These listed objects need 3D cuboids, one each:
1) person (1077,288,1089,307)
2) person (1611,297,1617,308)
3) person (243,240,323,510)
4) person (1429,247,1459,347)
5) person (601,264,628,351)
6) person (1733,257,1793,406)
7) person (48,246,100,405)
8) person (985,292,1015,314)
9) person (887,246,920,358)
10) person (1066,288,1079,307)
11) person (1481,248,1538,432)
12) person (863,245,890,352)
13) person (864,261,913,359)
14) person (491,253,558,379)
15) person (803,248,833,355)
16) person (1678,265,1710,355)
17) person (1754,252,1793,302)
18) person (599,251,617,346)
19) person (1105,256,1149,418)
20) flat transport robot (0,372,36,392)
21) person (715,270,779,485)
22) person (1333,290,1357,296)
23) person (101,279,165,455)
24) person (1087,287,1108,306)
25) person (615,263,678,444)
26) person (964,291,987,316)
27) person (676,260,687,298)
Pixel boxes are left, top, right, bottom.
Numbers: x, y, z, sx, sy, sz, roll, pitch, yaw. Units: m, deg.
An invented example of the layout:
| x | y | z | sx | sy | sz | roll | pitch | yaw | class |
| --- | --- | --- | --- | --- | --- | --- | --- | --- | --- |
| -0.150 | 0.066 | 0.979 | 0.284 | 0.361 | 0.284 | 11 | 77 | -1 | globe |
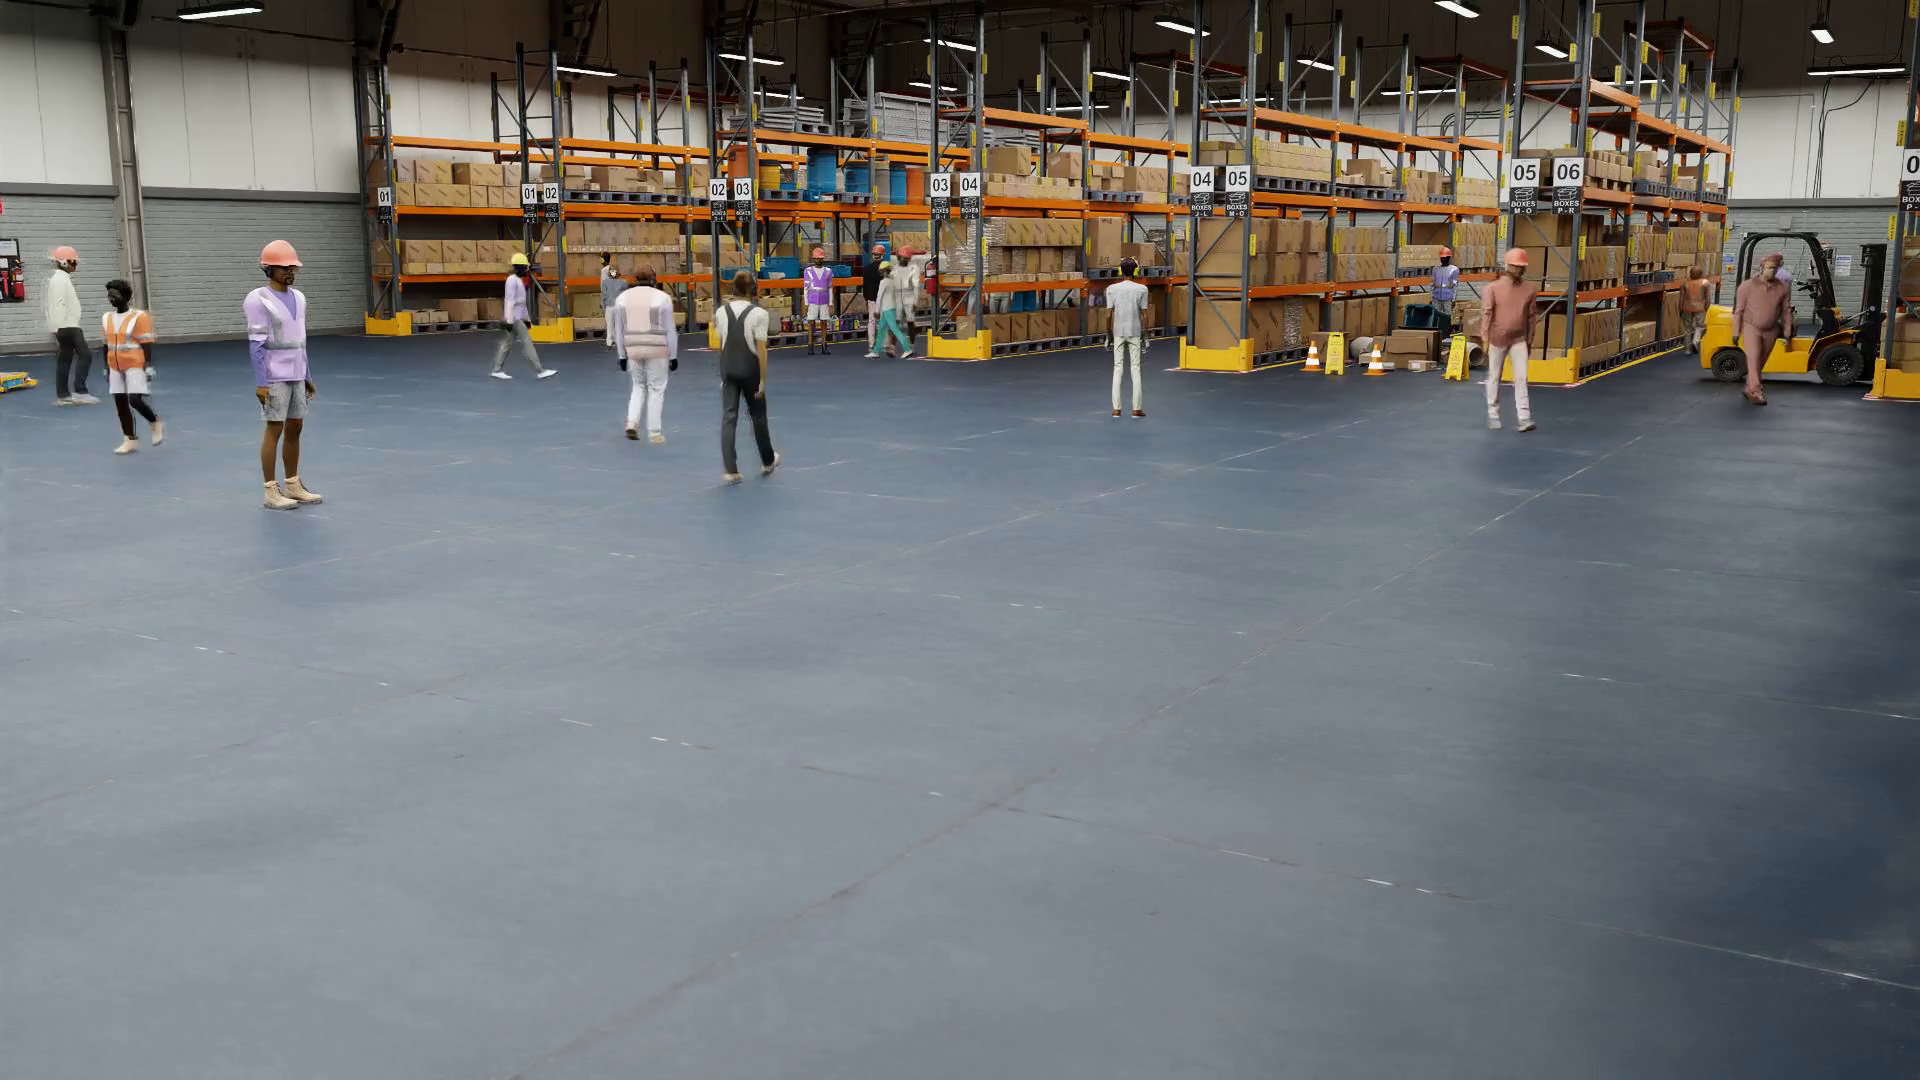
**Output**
| x | y | z | sx | sy | sz | roll | pitch | yaw | class |
| --- | --- | --- | --- | --- | --- | --- | --- | --- | --- |
| 2.873 | -5.560 | 38.011 | 0.520 | 1.613 | 0.371 | 7 | 12 | 34 | person |
| 14.202 | -5.283 | 35.572 | 0.552 | 1.935 | 0.373 | 3 | 11 | 18 | person |
| -5.155 | -1.260 | 12.740 | 0.391 | 2.040 | 0.615 | 3 | 11 | 16 | person |
| 9.397 | -4.708 | 32.350 | 0.545 | 1.938 | 0.358 | 7 | 12 | 33 | person |
| -6.511 | -4.386 | 31.391 | 0.498 | 1.634 | 0.278 | -1 | 10 | -4 | person |
| 10.164 | -2.654 | 21.094 | 0.662 | 1.859 | 1.000 | 1 | 10 | 3 | person |
| -11.059 | -2.668 | 20.784 | 0.659 | 1.974 | 0.632 | -5 | 11 | -25 | person |
| 0.795 | -4.816 | 32.993 | 0.625 | 1.931 | 0.375 | 0 | 10 | 1 | person |
| -0.998 | -4.238 | 29.664 | 0.616 | 1.975 | 1.044 | 2 | 10 | 12 | person |
| 2.894 | -6.333 | 41.399 | 0.641 | 1.950 | 0.423 | 7 | 12 | 34 | person |
| 5.915 | -2.135 | 17.866 | 0.638 | 1.949 | 0.952 | 0 | 10 | 0 | person |
| -1.515 | -4.512 | 31.099 | 0.615 | 1.991 | 0.381 | 3 | 11 | 17 | person |
| -1.226 | -4.045 | 29.255 | 0.907 | 1.717 | 0.520 | 2 | 10 | 14 | person |
| -6.573 | -3.327 | 24.820 | 1.007 | 1.872 | 0.609 | -1 | 10 | -8 | person |
| -2.566 | -4.331 | 30.233 | 0.543 | 1.939 | 0.360 | -3 | 11 | -16 | person |
| 13.246 | -4.138 | 30.010 | 0.540 | 1.624 | 0.360 | 6 | 12 | 31 | person |
| 13.815 | -3.963 | 28.351 | 0.647 | 1.876 | 0.914 | 10 | 14 | 43 | person |
| -6.944 | -4.751 | 32.802 | 0.327 | 1.865 | 0.518 | 3 | 11 | 16 | person |
| 1.945 | -2.355 | 19.362 | 0.526 | 1.869 | 0.315 | 2 | 10 | 13 | person |
| -13.247 | -2.154 | 22.708 | 0.652 | 0.197 | 1.431 | -2 | 10 | -9 | flat transport robot |
| -1.817 | -1.399 | 14.208 | 0.508 | 1.789 | 0.974 | 2 | 10 | 13 | person |
| 8.396 | -5.261 | 36.289 | 0.515 | 1.636 | 0.315 | 3 | 10 | 15 | person |
| -7.994 | -1.667 | 16.022 | 0.543 | 1.679 | 0.431 | 2 | 10 | 13 | person |
| 3.050 | -5.441 | 37.096 | 0.534 | 1.710 | 0.944 | 3 | 11 | 16 | person |
| -3.139 | -1.866 | 16.762 | 0.627 | 1.831 | 0.438 | 3 | 11 | 17 | person |
| 0.337 | -4.995 | 34.198 | 0.544 | 1.852 | 0.449 | 4 | 11 | 20 | person |
| -6.585 | -5.903 | 39.894 | 0.507 | 1.632 | 0.264 | 7 | 12 | 33 | person |
